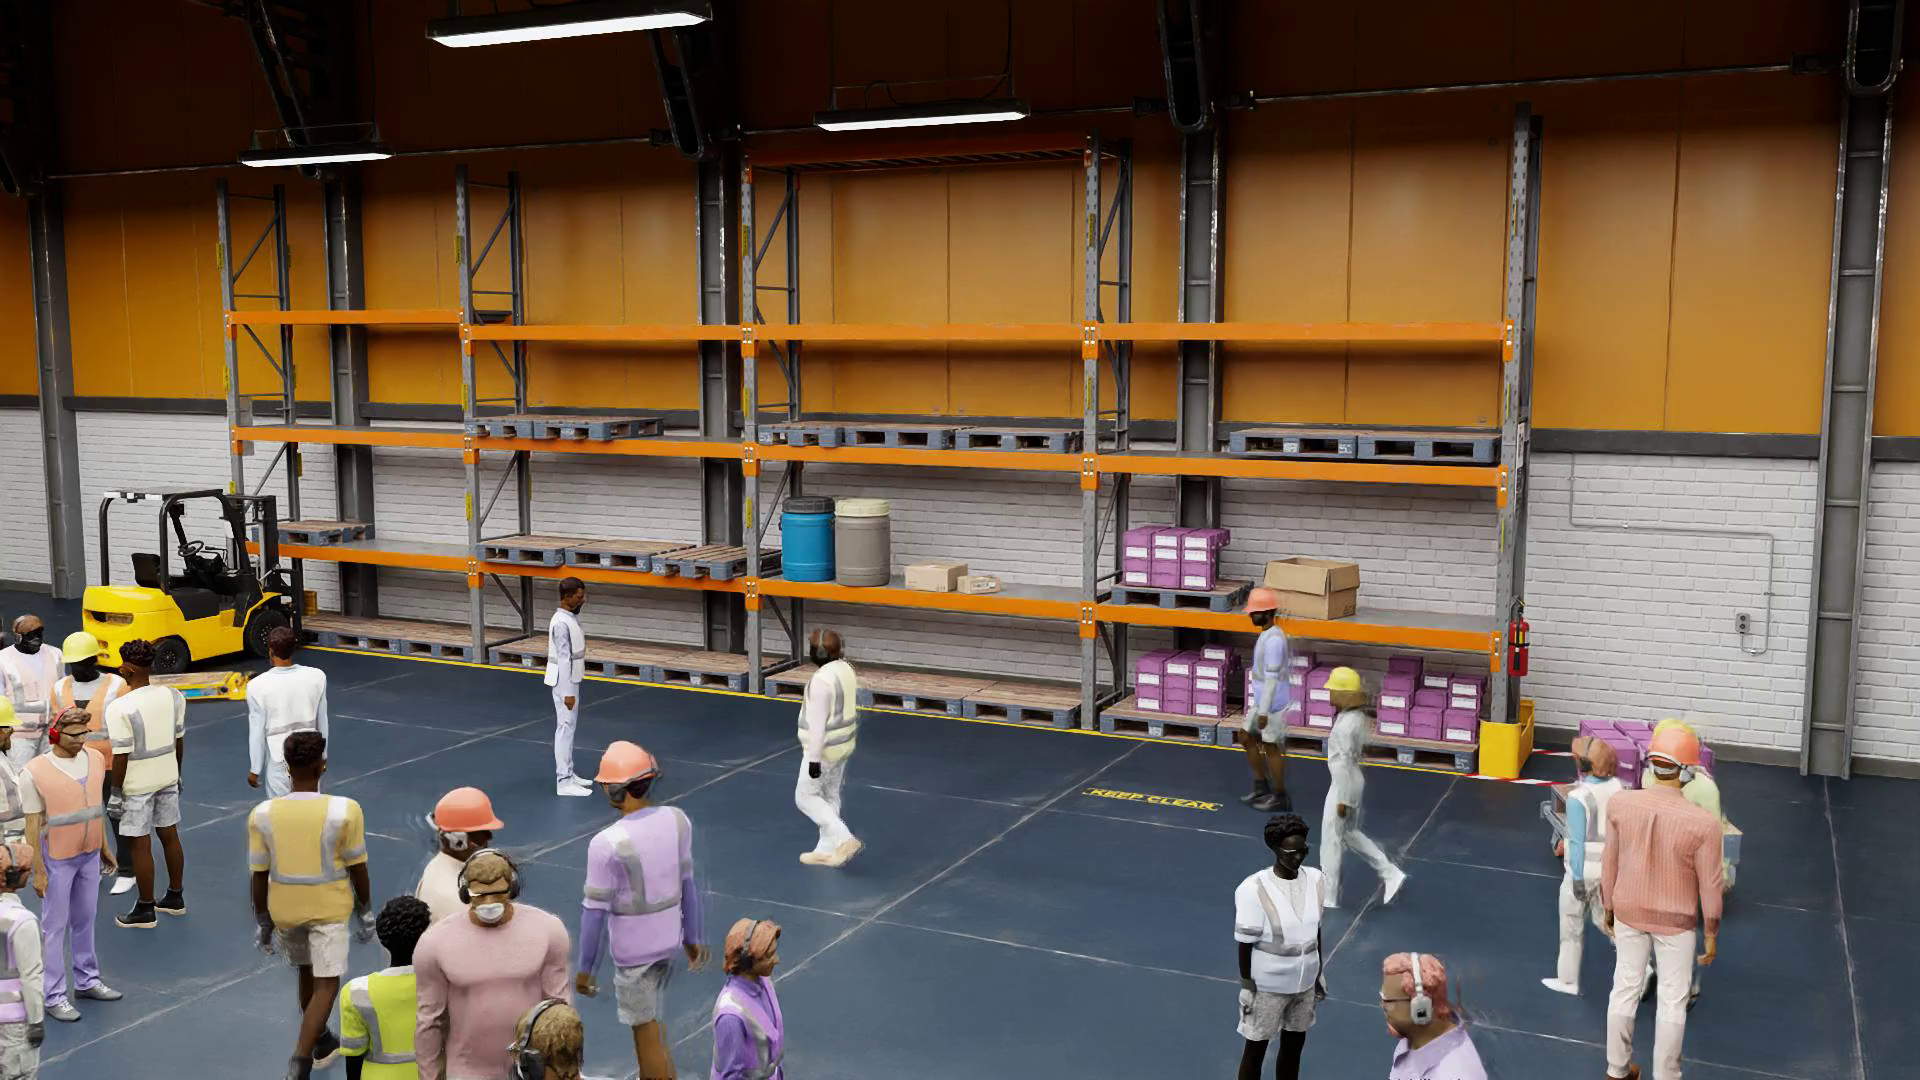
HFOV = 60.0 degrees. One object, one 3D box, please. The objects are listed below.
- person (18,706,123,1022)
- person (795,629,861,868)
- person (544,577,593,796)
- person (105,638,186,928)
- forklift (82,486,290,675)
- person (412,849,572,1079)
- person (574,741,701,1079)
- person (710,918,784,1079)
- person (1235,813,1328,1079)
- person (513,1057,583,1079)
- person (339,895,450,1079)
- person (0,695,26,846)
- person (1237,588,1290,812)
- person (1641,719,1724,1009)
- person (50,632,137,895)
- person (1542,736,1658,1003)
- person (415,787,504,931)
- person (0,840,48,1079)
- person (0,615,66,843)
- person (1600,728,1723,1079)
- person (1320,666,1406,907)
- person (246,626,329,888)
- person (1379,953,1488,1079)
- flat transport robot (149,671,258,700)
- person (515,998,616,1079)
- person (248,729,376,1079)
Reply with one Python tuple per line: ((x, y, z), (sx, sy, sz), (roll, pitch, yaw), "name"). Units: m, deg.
((-5.266, 1.883, 9.831), (0.389, 1.838, 0.563), (2, 7, 16), "person")
((-0.990, 1.570, 12.454), (0.449, 1.828, 0.644), (2, 7, 17), "person")
((-3.439, 1.271, 14.578), (0.392, 1.914, 0.587), (-1, 7, -10), "person")
((-5.534, 1.640, 11.307), (0.361, 1.965, 0.613), (2, 7, 19), "person")
((-9.426, 0.454, 20.179), (1.214, 2.155, 2.313), (3, 8, 26), "forklift")
((-1.900, 2.206, 6.819), (0.632, 1.933, 0.414), (-3, 7, -20), "person")
((-1.640, 1.986, 8.216), (0.750, 2.014, 0.627), (4, 8, 33), "person")
((-0.873, 2.347, 6.843), (0.320, 1.631, 0.518), (1, 7, 9), "person")
((1.574, 2.158, 8.136), (0.540, 1.695, 0.317), (-4, 8, -27), "person")
((-1.344, 2.434, 5.511), (0.535, 1.785, 0.876), (-4, 8, -29), "person")
((-2.278, 2.307, 6.904), (0.529, 1.697, 0.317), (-3, 7, -21), "person")
((-5.922, 1.850, 10.207), (0.403, 1.817, 0.601), (-4, 8, -30), "person")
((2.525, 1.346, 13.948), (0.564, 1.912, 0.571), (1, 7, 5), "person")
((4.222, 1.925, 9.874), (0.638, 1.742, 0.530), (-3, 7, -20), "person")
((-6.207, 1.596, 11.909), (0.586, 1.915, 0.396), (0, 7, 0), "person")
((3.827, 1.978, 9.915), (0.514, 1.619, 0.633), (-4, 8, -32), "person")
((-2.173, 2.090, 7.577), (0.865, 1.958, 0.642), (-2, 7, -13), "person")
((-4.479, 2.228, 7.839), (0.521, 1.631, 0.314), (4, 8, 31), "person")
((-7.282, 1.494, 13.067), (0.429, 1.835, 0.623), (4, 8, 31), "person")
((3.647, 1.957, 8.653), (0.624, 1.980, 0.411), (7, 10, 44), "person")
((2.727, 1.726, 11.548), (0.641, 1.724, 0.494), (3, 8, 24), "person")
((-4.843, 1.577, 12.023), (0.391, 1.920, 0.587), (6, 9, 43), "person")
((1.549, 2.357, 5.823), (0.974, 1.857, 0.653), (1, 7, 12), "person")
((-8.545, 1.628, 18.355), (1.431, 0.197, 0.652), (-2, 7, -15), "flat transport robot")
((-1.252, 2.394, 5.254), (0.381, 1.929, 0.635), (3, 8, 25), "person")
((-3.450, 1.967, 8.791), (0.606, 1.929, 0.954), (0, 7, 3), "person")
